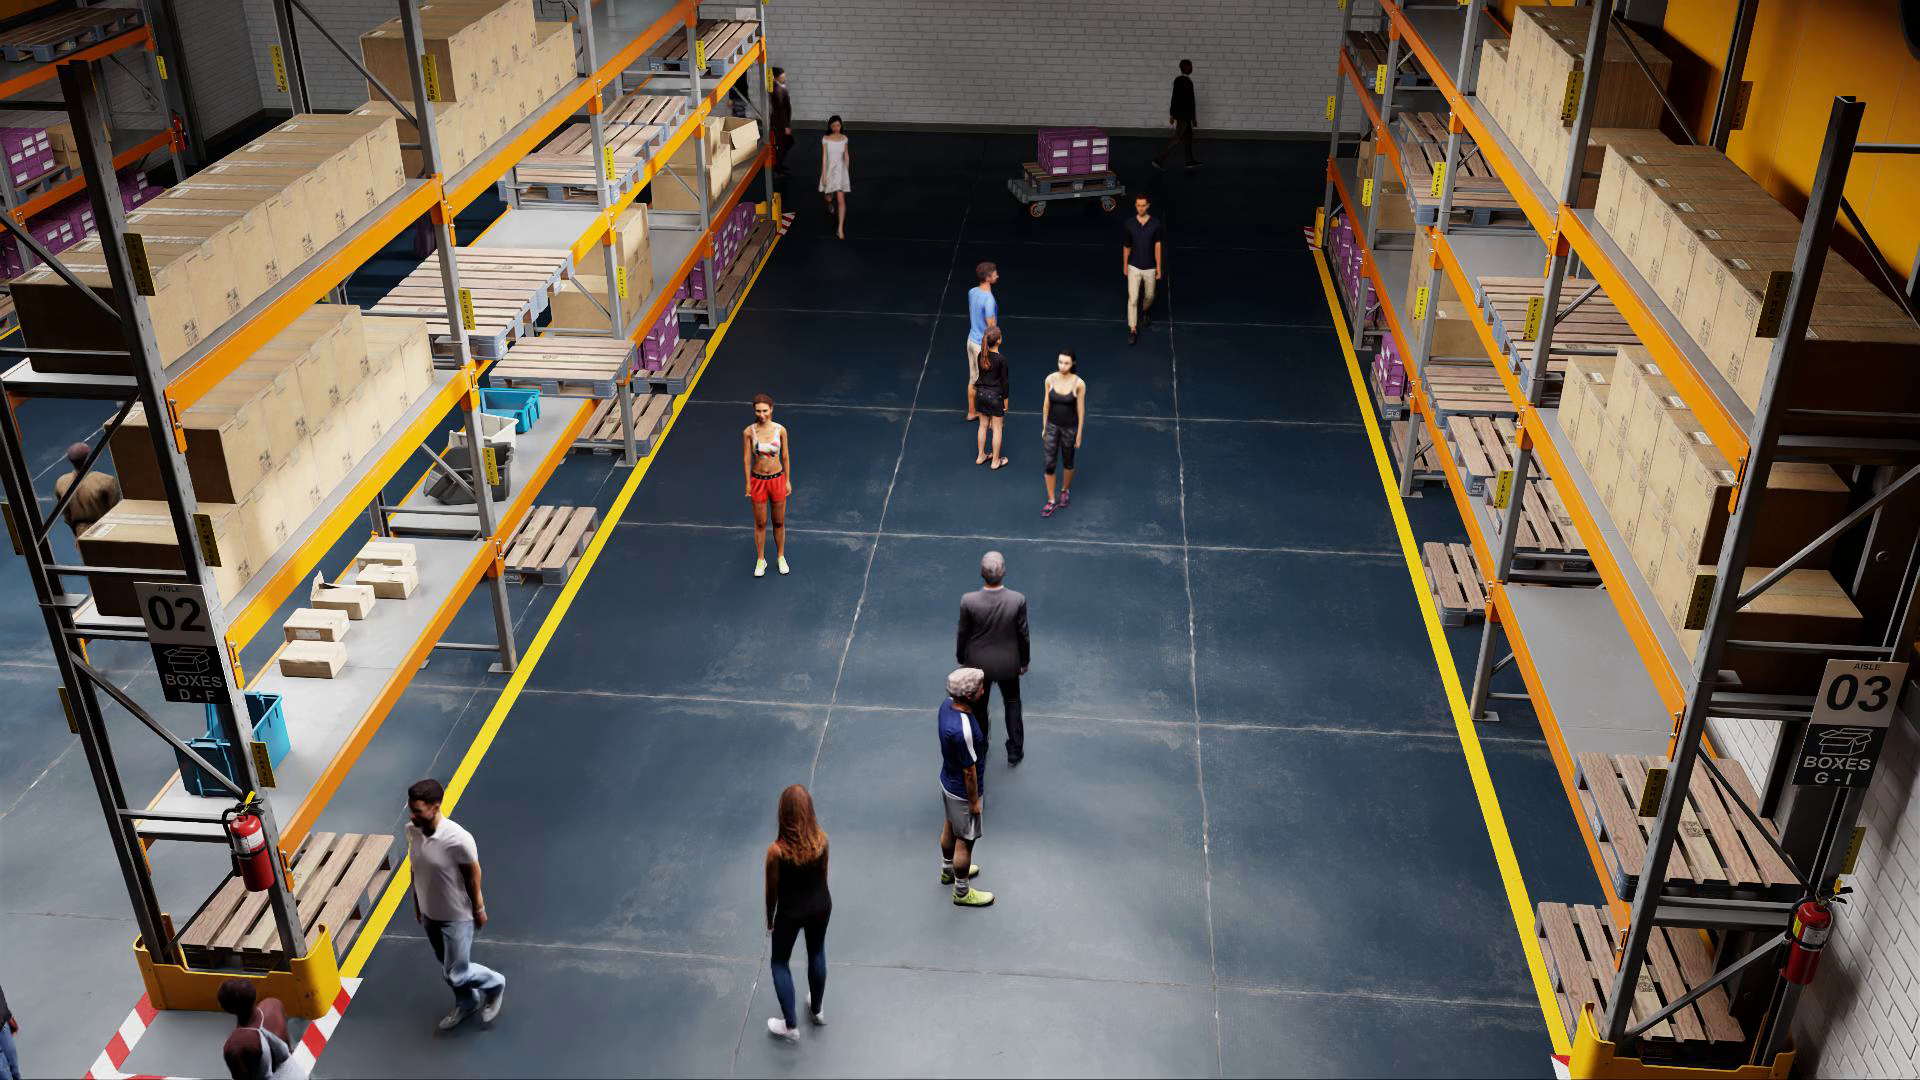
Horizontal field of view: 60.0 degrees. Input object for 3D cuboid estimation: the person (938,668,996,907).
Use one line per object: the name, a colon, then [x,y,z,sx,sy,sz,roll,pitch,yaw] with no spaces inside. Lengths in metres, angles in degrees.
person: [0.012,1.653,11.284,0.771,1.832,0.632,-9,30,-15]

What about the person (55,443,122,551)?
person: [-7.371,0.044,14.251,0.773,1.816,0.671,-1,29,-2]

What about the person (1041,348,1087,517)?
person: [1.053,-1.128,16.508,0.694,1.713,0.876,8,30,14]

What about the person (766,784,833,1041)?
person: [-0.958,2.311,10.225,0.806,1.693,0.848,-22,35,-34]

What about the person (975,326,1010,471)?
person: [0.323,-1.500,17.356,0.619,1.554,0.653,16,32,27]

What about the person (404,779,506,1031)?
person: [-3.093,2.209,10.246,0.818,1.852,0.858,17,33,29]

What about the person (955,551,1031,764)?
person: [0.234,0.926,12.619,0.774,1.832,0.717,0,29,-1]

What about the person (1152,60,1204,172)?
person: [3.520,-6.822,26.894,1.010,1.764,1.203,-8,30,-14]

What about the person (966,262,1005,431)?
person: [0.246,-2.141,18.208,0.795,1.862,0.681,-14,32,-24]

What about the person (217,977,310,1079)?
person: [-3.554,3.023,8.866,0.905,1.744,1.127,13,31,22]

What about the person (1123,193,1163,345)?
person: [2.261,-3.389,20.535,0.630,1.827,1.093,3,29,5]

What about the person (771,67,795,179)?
person: [-2.866,-6.662,26.544,0.879,1.818,0.632,-10,30,-18]

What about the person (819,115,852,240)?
person: [-1.825,-5.264,24.056,0.799,1.745,1.100,-6,29,-11]

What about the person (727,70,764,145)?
person: [-3.667,-7.488,28.173,0.833,1.707,0.960,9,30,15]

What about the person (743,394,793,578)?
person: [-1.768,-0.516,15.305,0.642,1.791,0.628,-5,29,-9]
